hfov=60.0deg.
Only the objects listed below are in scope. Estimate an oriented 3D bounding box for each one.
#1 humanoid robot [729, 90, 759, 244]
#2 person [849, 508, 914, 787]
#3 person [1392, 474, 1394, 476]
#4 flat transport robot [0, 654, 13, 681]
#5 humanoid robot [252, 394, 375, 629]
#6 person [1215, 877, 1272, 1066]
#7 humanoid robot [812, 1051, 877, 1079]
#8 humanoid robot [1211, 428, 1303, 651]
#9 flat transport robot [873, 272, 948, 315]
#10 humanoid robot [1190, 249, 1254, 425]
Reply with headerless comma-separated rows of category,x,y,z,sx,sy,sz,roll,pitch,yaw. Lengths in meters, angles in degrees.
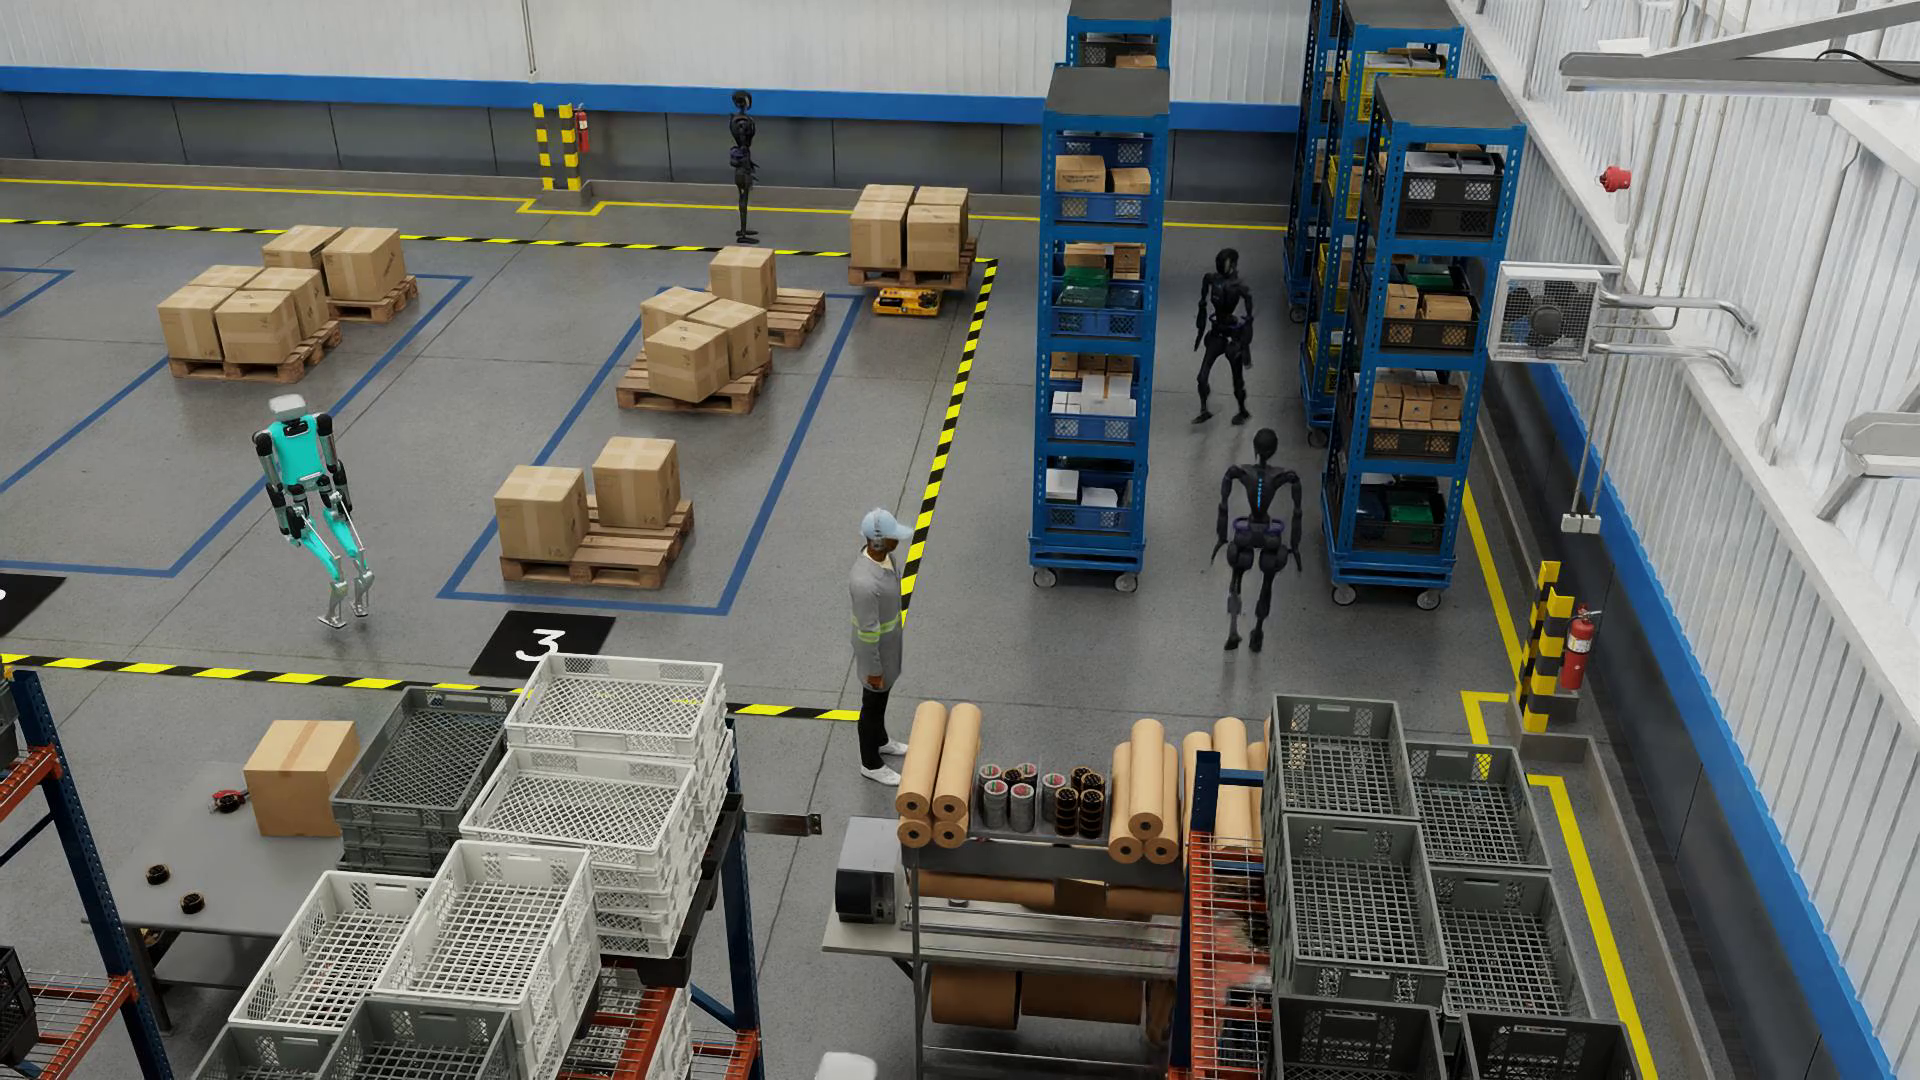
humanoid robot,-2.377,-4.137,18.362,0.315,1.659,0.599,-2,30,-4
person,-0.457,0.628,10.021,0.383,1.851,0.596,4,30,7
person,3.419,-1.050,12.820,0.378,1.937,0.628,-12,32,-20
flat transport robot,-7.142,0.969,11.010,1.431,0.231,0.659,3,30,6
humanoid robot,-4.313,-0.137,11.316,0.533,1.677,0.735,-25,39,-36
person,1.162,2.218,7.255,1.015,1.915,0.595,-7,31,-11
humanoid robot,-0.434,2.888,6.272,0.546,1.757,0.989,1,30,2
humanoid robot,2.004,0.044,11.190,0.616,1.643,0.441,6,31,11
flat transport robot,-0.478,-2.705,17.293,0.652,0.197,1.431,3,30,6
humanoid robot,2.289,-1.748,14.298,0.591,1.627,0.601,-26,39,-37
